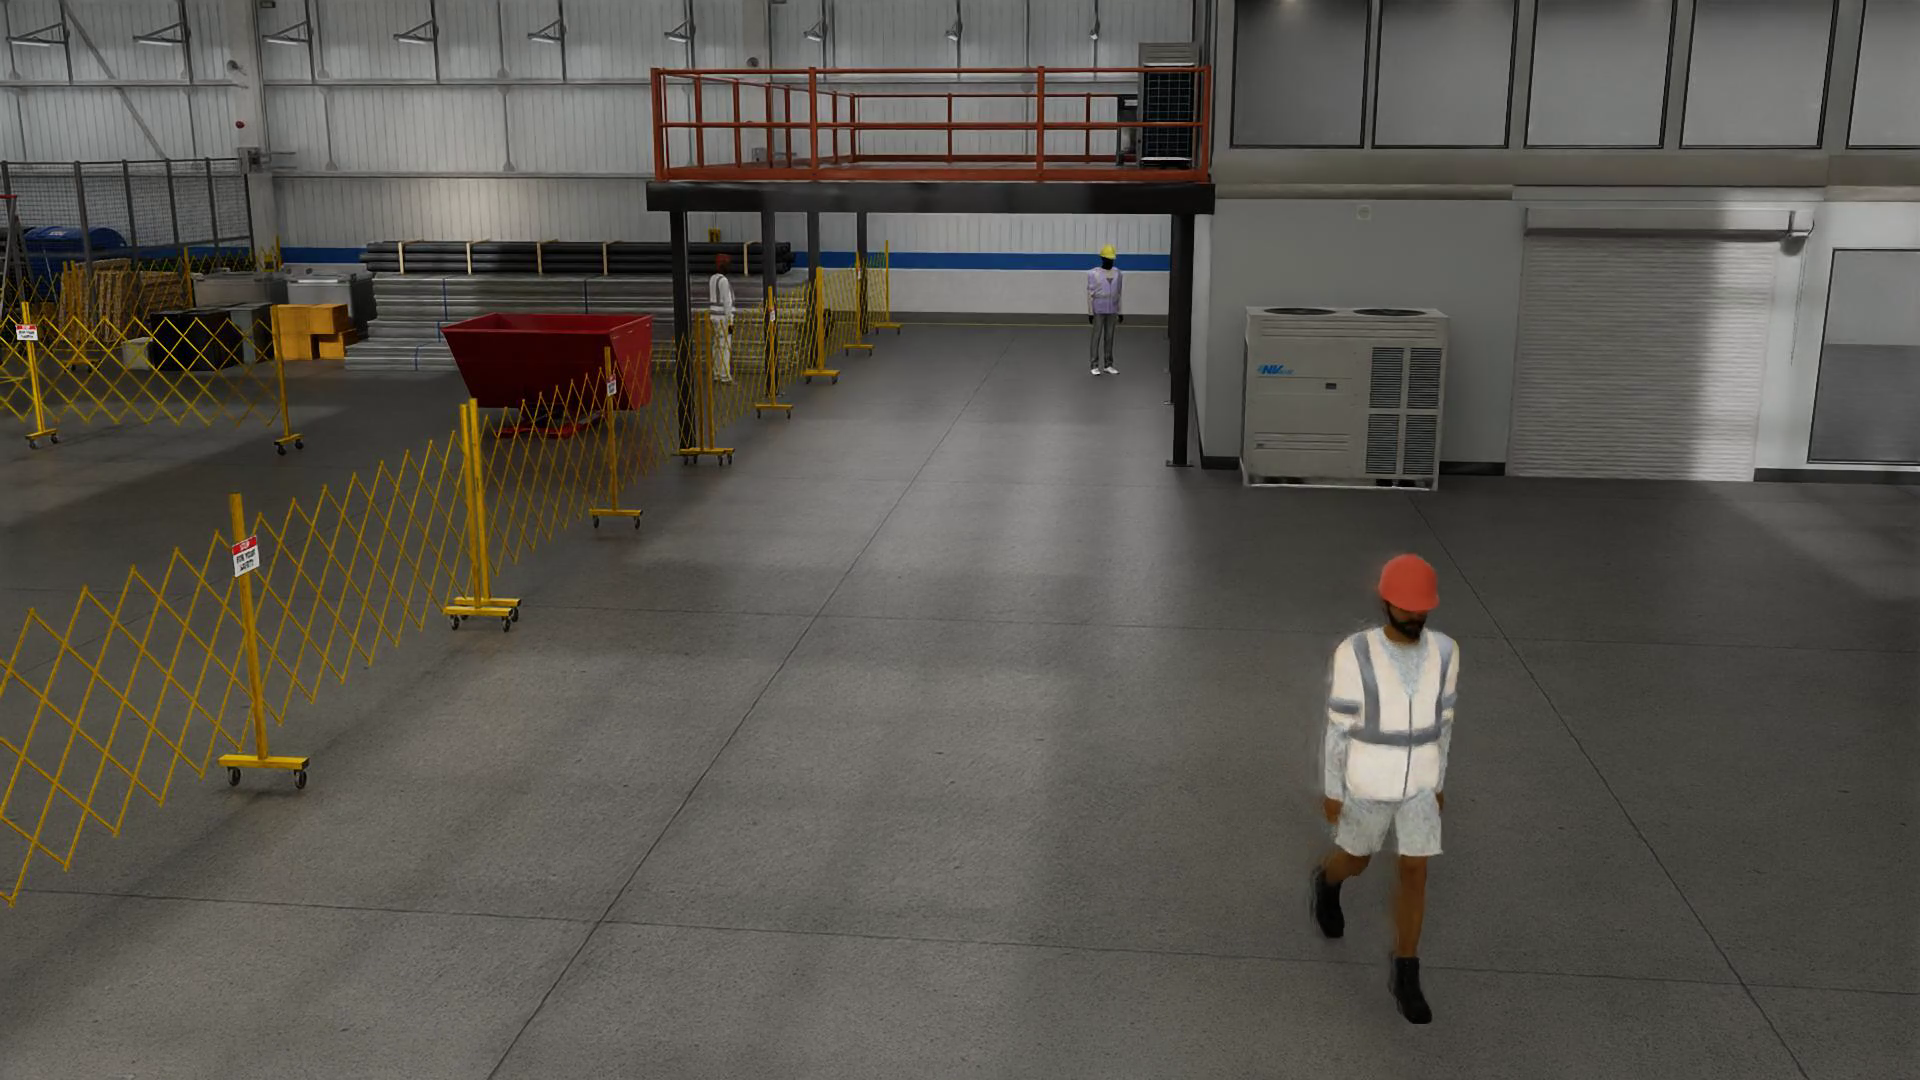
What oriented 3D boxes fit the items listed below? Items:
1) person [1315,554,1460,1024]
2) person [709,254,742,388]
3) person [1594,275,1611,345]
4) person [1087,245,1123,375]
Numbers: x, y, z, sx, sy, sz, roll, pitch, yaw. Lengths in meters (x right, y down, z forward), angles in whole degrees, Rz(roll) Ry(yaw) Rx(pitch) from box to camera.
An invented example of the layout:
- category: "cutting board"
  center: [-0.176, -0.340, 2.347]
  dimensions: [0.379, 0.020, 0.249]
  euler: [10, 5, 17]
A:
- category: "person"
  center: [1.766, 0.950, 6.945]
  dimensions: [0.554, 1.912, 0.863]
  euler: [-2, 14, -8]
- category: "person"
  center: [-3.348, -3.099, 23.539]
  dimensions: [0.355, 1.882, 0.576]
  euler: [-8, 16, -29]
- category: "person"
  center: [9.417, -3.280, 24.314]
  dimensions: [0.405, 1.856, 0.556]
  euler: [-2, 14, -9]
- category: "person"
  center: [2.167, -3.423, 24.767]
  dimensions: [0.585, 1.929, 0.364]
  euler: [-6, 15, -25]
